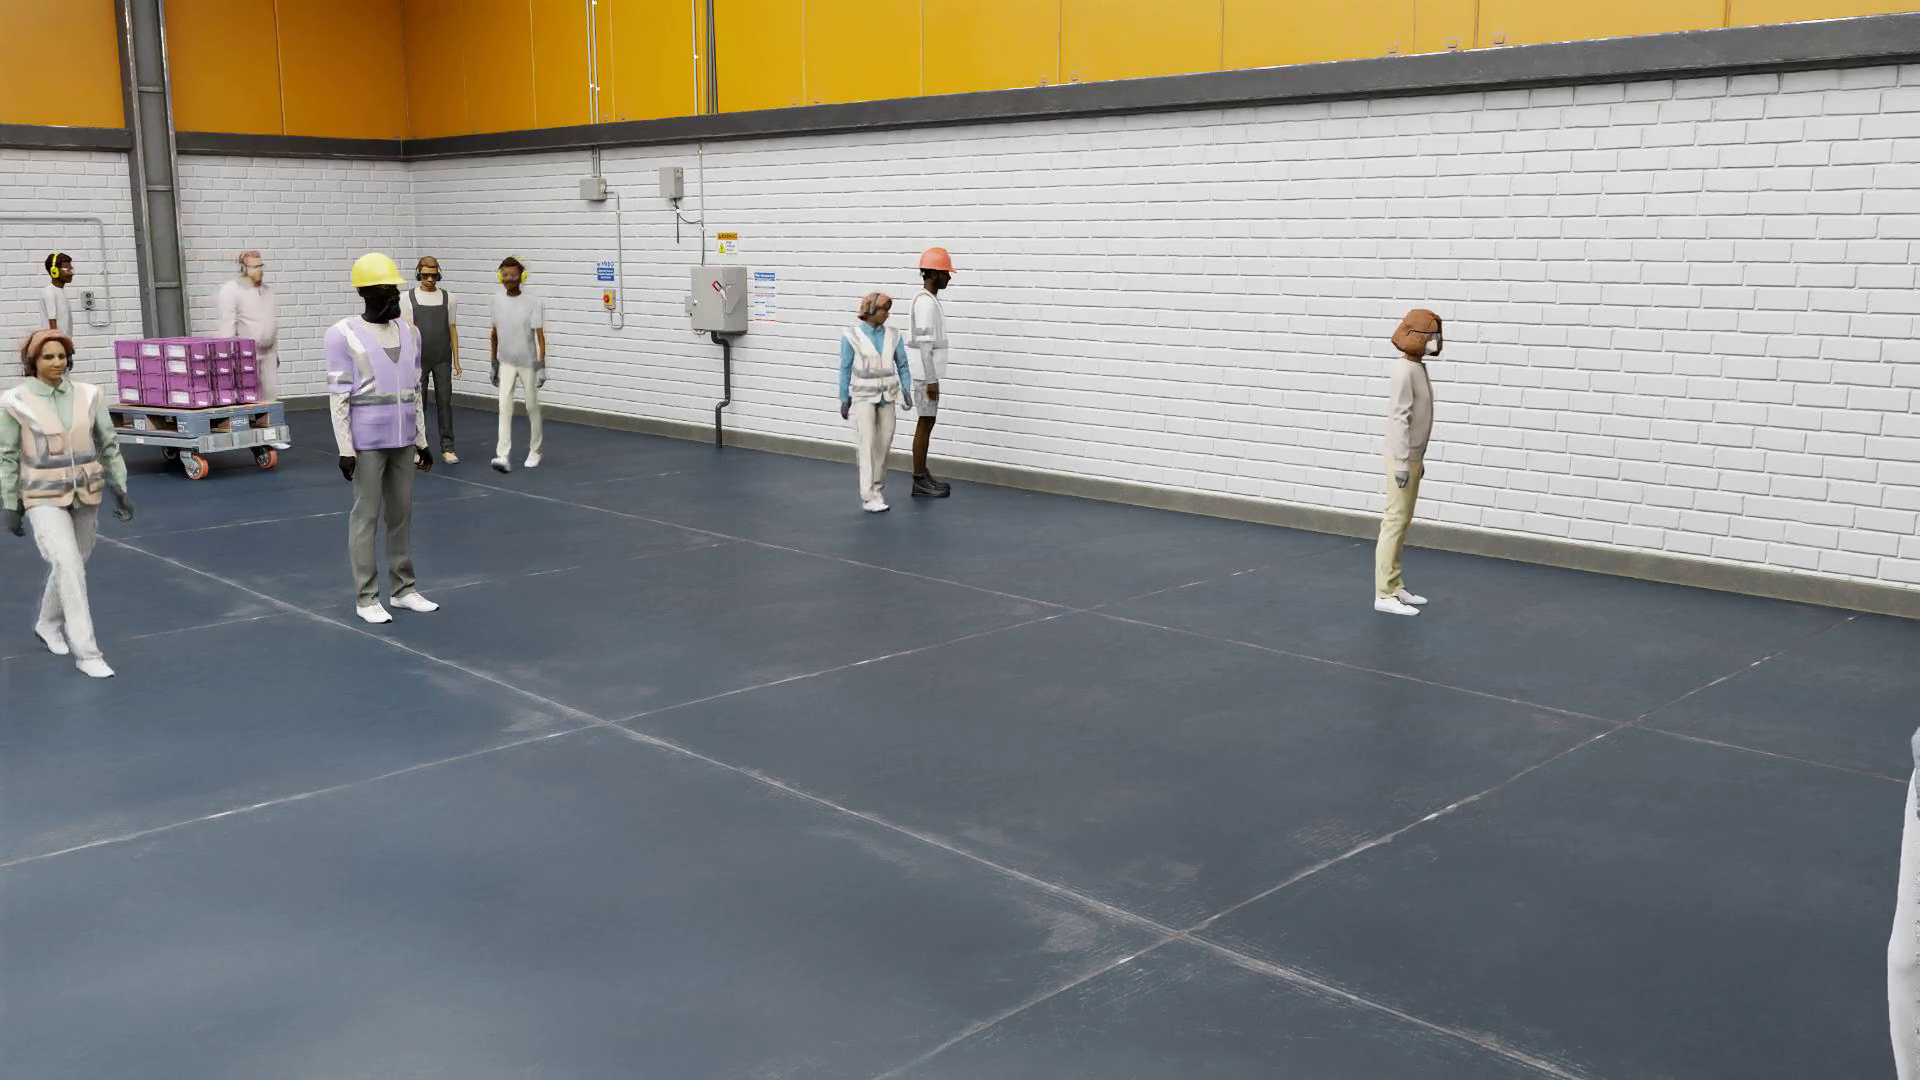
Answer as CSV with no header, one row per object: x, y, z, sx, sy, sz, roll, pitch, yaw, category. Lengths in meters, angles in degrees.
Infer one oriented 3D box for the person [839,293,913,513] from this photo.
-0.601,-1.020,12.313,0.519,1.594,0.672,-7,12,-32,person

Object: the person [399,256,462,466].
-4.668,-1.577,14.690,0.504,1.842,0.345,-5,12,-27,person

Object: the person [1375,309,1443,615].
2.423,-0.424,8.966,0.282,1.631,0.503,5,11,25,person

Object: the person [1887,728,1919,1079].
1.306,0.781,1.864,0.403,1.828,0.593,-2,11,-9,person

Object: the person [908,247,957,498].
-0.214,-1.295,12.916,0.384,1.929,0.545,0,10,2,person

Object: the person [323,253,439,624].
-3.041,-0.537,8.777,0.360,1.930,0.588,6,12,29,person

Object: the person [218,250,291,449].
-6.741,-1.784,15.688,0.670,1.890,0.658,3,11,18,person

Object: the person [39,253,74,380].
-8.481,-1.767,15.692,0.352,1.858,0.507,-3,11,-15,person

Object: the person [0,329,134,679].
-4.225,-0.193,7.813,0.839,1.604,0.525,7,12,33,person

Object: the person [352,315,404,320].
-4.908,-1.359,14.024,0.538,1.648,0.869,-7,12,-32,person

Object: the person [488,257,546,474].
-3.798,-1.490,14.242,0.557,1.828,0.951,1,10,3,person
